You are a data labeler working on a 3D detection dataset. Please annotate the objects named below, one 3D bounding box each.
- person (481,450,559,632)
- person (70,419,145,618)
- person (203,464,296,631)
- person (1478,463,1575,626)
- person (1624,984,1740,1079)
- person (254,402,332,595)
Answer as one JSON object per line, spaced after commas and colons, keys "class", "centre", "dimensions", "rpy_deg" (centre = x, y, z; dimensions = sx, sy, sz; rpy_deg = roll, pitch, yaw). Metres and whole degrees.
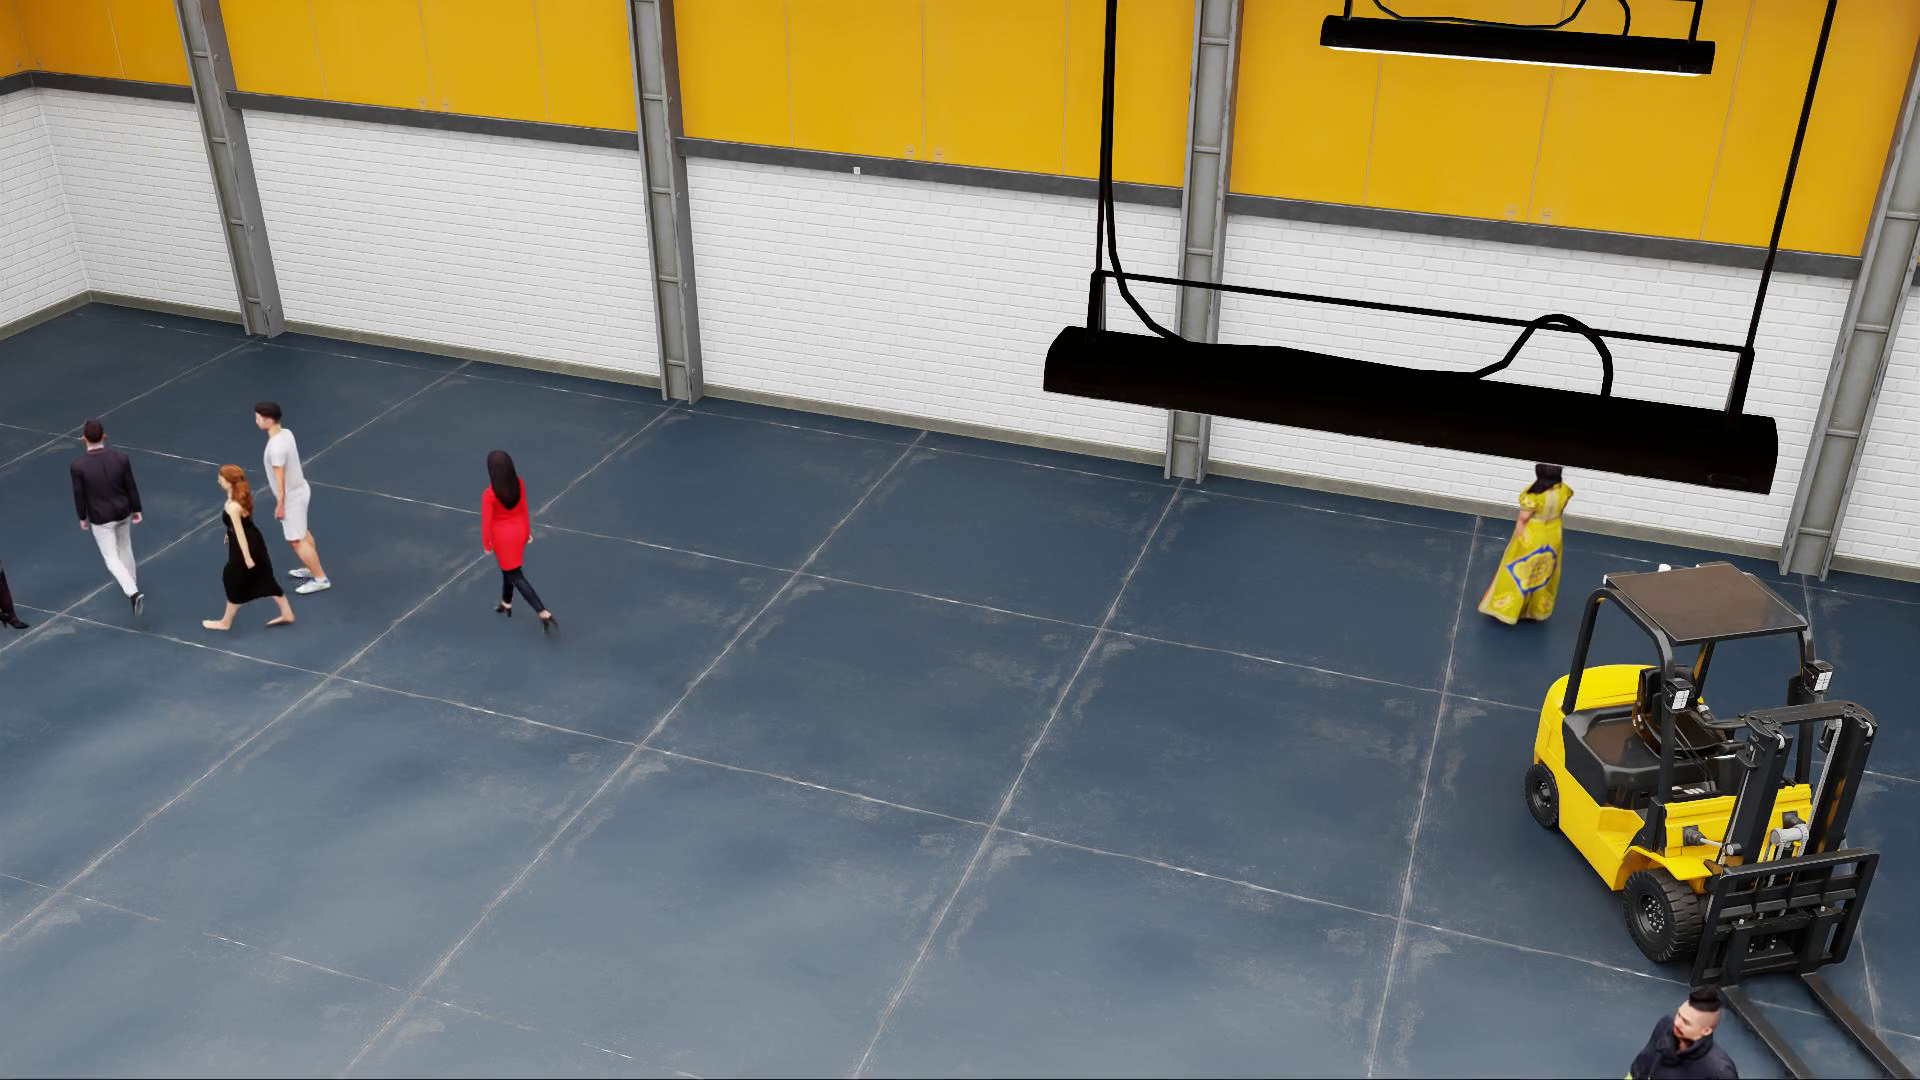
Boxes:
{"class": "person", "centre": [-3.881, 0.045, 14.532], "dimensions": [1.121, 1.716, 0.789], "rpy_deg": [18, 33, 29]}
{"class": "person", "centre": [-7.553, -0.171, 14.821], "dimensions": [0.995, 1.818, 1.186], "rpy_deg": [-22, 35, -34]}
{"class": "person", "centre": [-6.159, 0.070, 14.612], "dimensions": [1.062, 1.595, 0.855], "rpy_deg": [-3, 29, -6]}
{"class": "person", "centre": [5.109, 0.007, 14.664], "dimensions": [0.950, 1.656, 1.044], "rpy_deg": [-8, 30, -15]}
{"class": "person", "centre": [3.838, 3.094, 8.804], "dimensions": [0.939, 1.848, 0.911], "rpy_deg": [-7, 29, -13]}
{"class": "person", "centre": [-6.106, -0.405, 15.228], "dimensions": [0.843, 1.839, 0.841], "rpy_deg": [-5, 29, -10]}
